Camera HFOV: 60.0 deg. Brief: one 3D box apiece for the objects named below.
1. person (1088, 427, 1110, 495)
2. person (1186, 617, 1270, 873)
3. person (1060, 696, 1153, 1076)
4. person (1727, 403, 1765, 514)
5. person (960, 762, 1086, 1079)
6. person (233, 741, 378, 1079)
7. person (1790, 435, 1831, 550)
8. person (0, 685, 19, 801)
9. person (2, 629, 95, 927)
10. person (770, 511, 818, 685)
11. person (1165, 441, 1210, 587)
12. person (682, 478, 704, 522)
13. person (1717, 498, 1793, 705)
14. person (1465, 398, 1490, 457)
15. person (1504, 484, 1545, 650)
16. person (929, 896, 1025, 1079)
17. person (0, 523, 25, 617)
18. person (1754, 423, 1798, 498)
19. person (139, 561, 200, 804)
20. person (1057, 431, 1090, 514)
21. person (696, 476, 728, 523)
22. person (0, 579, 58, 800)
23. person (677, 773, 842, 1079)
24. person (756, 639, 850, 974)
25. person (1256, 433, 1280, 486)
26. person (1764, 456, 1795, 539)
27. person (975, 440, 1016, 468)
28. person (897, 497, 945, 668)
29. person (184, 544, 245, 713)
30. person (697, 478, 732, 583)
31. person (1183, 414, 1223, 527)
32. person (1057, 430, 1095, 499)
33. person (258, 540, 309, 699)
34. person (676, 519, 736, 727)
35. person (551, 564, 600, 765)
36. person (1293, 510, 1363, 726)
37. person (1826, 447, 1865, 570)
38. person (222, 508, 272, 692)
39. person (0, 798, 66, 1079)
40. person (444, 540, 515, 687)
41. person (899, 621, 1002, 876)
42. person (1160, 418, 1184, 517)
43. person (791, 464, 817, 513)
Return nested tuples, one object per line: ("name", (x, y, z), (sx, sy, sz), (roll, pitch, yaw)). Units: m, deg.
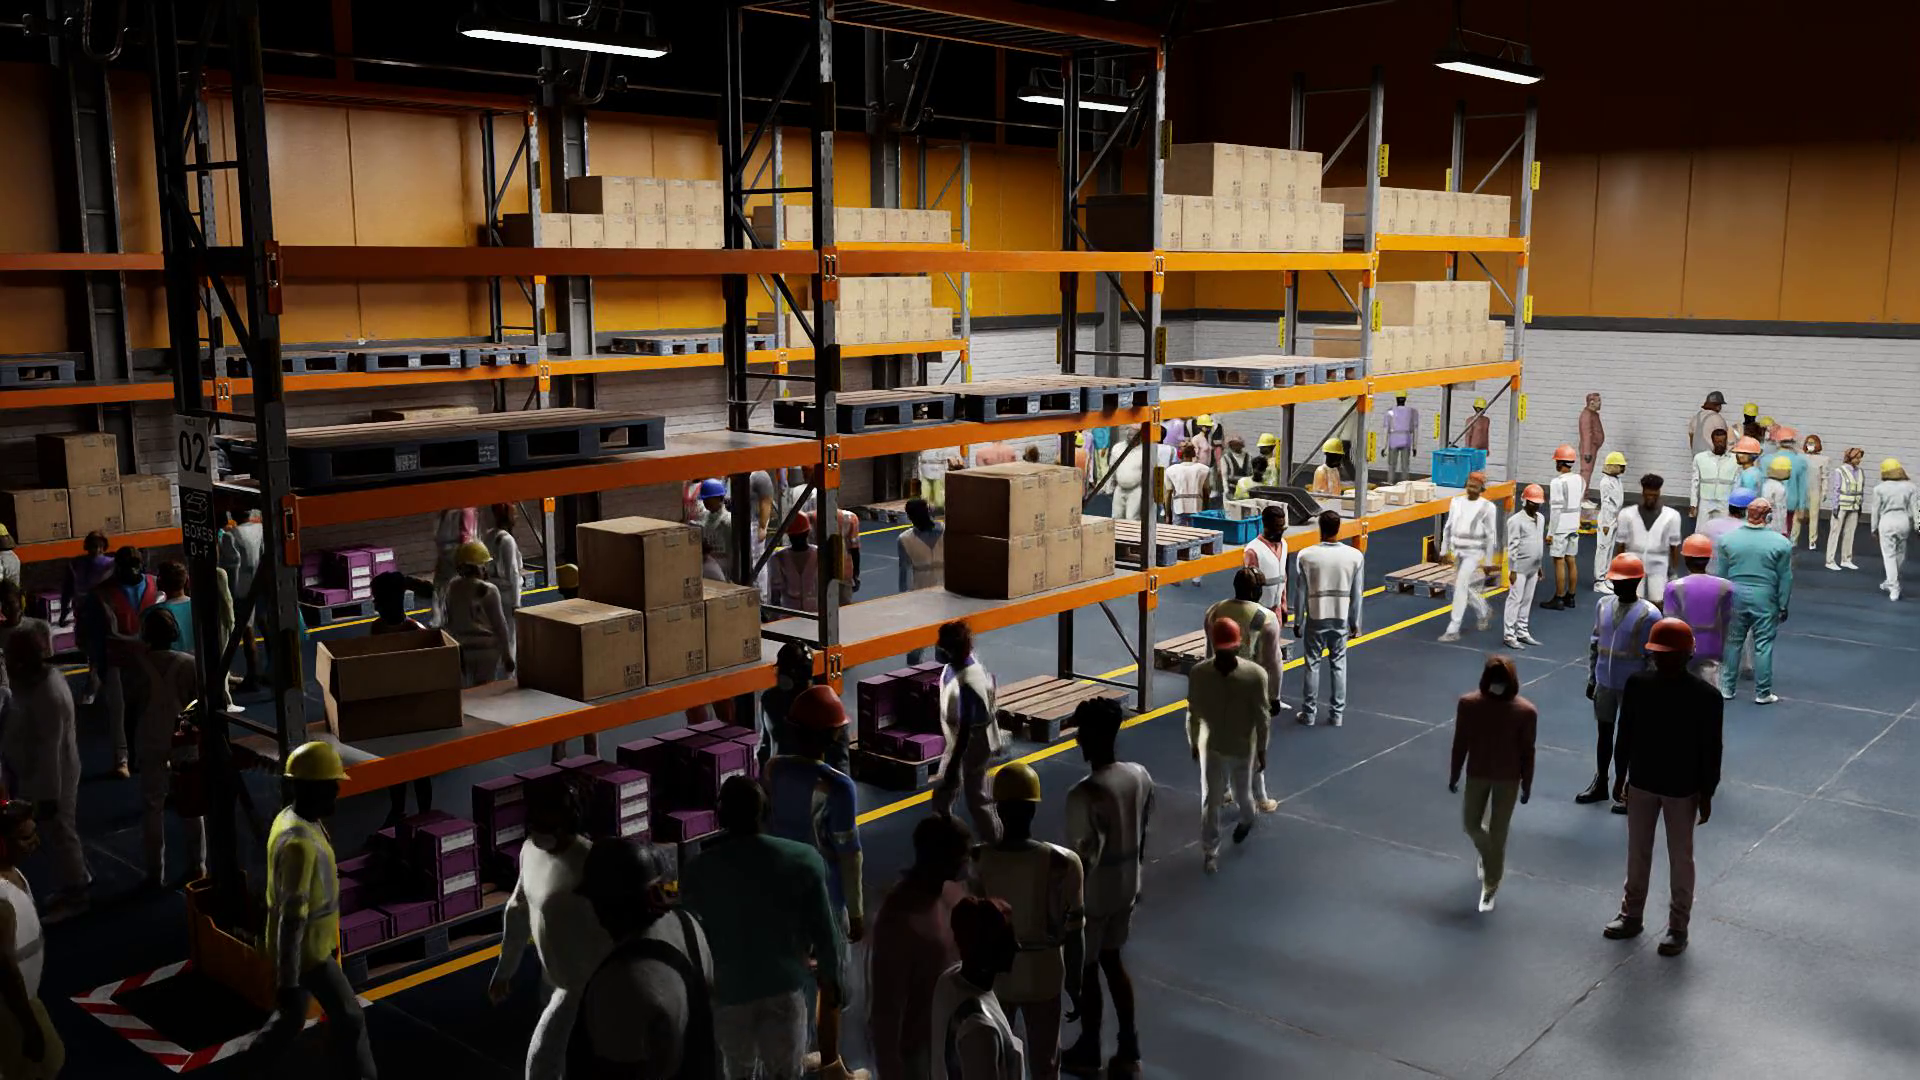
("person", (2.451, -1.669, 29.107), (0.326, 1.752, 0.559), (-2, 10, -12))
("person", (1.816, 1.332, 11.234), (0.582, 1.734, 0.629), (3, 10, 19))
("person", (0.709, 1.731, 8.217), (0.547, 1.956, 0.616), (9, 13, 43))
("person", (12.087, -1.159, 25.577), (0.593, 1.918, 0.399), (1, 10, 6))
("person", (0.251, 1.911, 7.241), (0.585, 1.918, 0.381), (0, 10, 3))
("person", (-3.051, 1.861, 7.678), (0.930, 1.888, 0.597), (-4, 10, -24))
("person", (12.023, -0.682, 23.569), (0.497, 1.633, 0.284), (7, 12, 35))
("person", (-6.164, 1.474, 10.407), (0.599, 1.735, 0.398), (-7, 12, -37))
("person", (-5.573, 1.450, 10.140), (0.435, 1.877, 0.679), (-8, 12, -39))
("person", (-1.388, 0.681, 14.591), (0.547, 1.925, 0.426), (0, 10, 0))
("person", (2.839, -0.318, 20.798), (0.563, 1.836, 0.395), (0, 10, -1))
("person", (-3.220, -0.183, 20.424), (0.535, 1.691, 0.317), (7, 12, 36))
("person", (7.318, 0.561, 15.339), (0.643, 1.909, 0.410), (8, 12, 38))
("person", (8.824, -1.545, 28.327), (0.533, 1.767, 0.326), (-5, 11, -28))
("person", (5.978, 0.272, 17.522), (0.563, 1.748, 0.340), (-7, 12, -38))
("person", (0.069, 2.159, 5.862), (0.348, 1.882, 0.584), (-2, 10, -12))
("person", (-8.702, 0.684, 15.131), (0.324, 1.731, 0.490), (-2, 10, -9))
("person", (10.887, -0.619, 22.379), (0.654, 1.906, 0.408), (-1, 10, -8))
("person", (-5.827, 1.070, 12.478), (0.390, 1.846, 0.565), (8, 12, 39))
("person", (1.472, -0.583, 22.112), (0.594, 1.922, 0.375), (-9, 13, -44))
("person", (-2.594, 0.226, 17.448), (0.419, 1.866, 0.602), (-1, 10, -4))
("person", (-6.742, 1.160, 11.949), (0.518, 1.855, 0.627), (-5, 11, -26))
("person", (-0.847, 1.950, 7.168), (0.694, 1.886, 0.992), (-1, 10, -9))
("person", (-0.910, 1.514, 9.549), (0.629, 1.940, 0.379), (7, 12, 35))
("person", (4.155, -0.567, 22.514), (0.335, 1.760, 0.525), (-2, 10, -14))
("person", (9.859, -0.153, 20.124), (0.335, 1.750, 0.496), (2, 10, 9))
("person", (0.490, -0.641, 22.347), (0.632, 1.961, 0.780), (-5, 11, -28))
("person", (-0.276, 0.512, 15.750), (0.691, 1.876, 0.372), (-2, 10, -11))
("person", (-6.724, 0.767, 14.916), (0.498, 1.633, 0.279), (2, 10, 14))
("person", (-2.362, 0.334, 16.623), (0.540, 1.934, 0.637), (-7, 12, -35))
("person", (3.700, -1.175, 25.354), (0.618, 2.028, 0.410), (4, 10, 22))
("person", (1.656, -0.864, 23.465), (0.605, 2.034, 0.387), (-6, 11, -33))
("person", (-6.275, 0.593, 15.383), (0.422, 1.825, 0.549), (0, 10, 1))
("person", (-2.129, 0.804, 13.485), (0.749, 2.000, 0.707), (-2, 10, -14))
("person", (-2.971, 1.049, 12.844), (0.526, 1.768, 0.331), (-2, 10, -11))
("person", (3.219, 0.690, 14.575), (0.592, 1.909, 0.409), (0, 10, -3))
("person", (11.720, -0.412, 21.978), (0.515, 1.633, 0.311), (-3, 10, -19))
("person", (-6.747, 0.474, 15.758), (0.368, 1.939, 0.542), (4, 10, 25))
("person", (-4.069, 1.985, 7.102), (0.432, 1.829, 0.601), (-5, 11, -30))
("person", (-3.960, 0.905, 13.584), (0.589, 1.808, 0.841), (8, 12, 39))
("person", (-0.037, 1.376, 10.807), (0.805, 1.786, 0.657), (-3, 10, -15))
("person", (3.296, -1.312, 26.563), (0.631, 1.889, 0.575), (3, 10, 18))
("person", (-1.690, 0.036, 18.574), (0.344, 1.875, 0.583), (-6, 11, -32))
